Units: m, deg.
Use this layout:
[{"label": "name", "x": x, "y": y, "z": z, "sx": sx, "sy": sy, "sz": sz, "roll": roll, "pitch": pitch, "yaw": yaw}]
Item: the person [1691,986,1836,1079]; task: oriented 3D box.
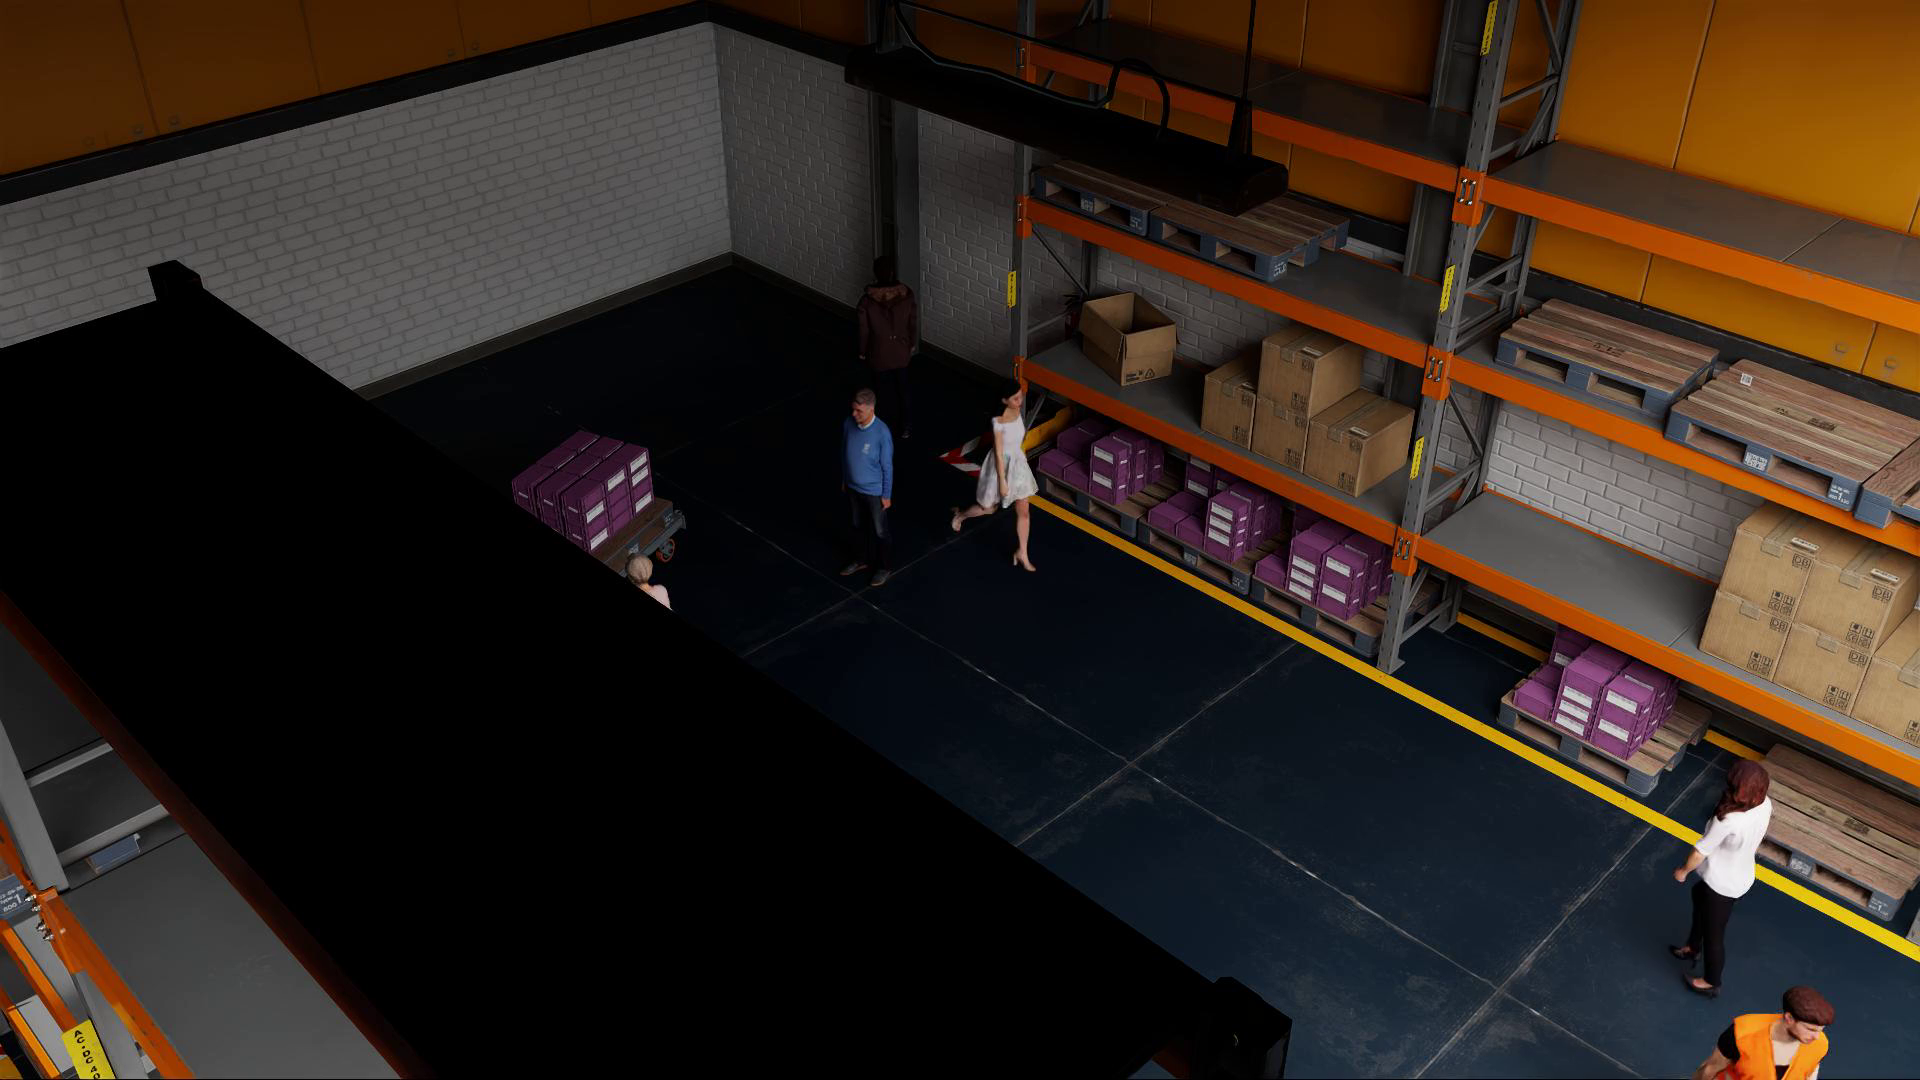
[{"label": "person", "x": 4.029, "y": 2.828, "z": 8.682, "sx": 1.188, "sy": 1.839, "sz": 1.279, "roll": 1, "pitch": 34, "yaw": 2}]

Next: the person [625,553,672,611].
[{"label": "person", "x": -2.133, "y": 0.872, "z": 11.789, "sx": 0.608, "sy": 1.658, "sz": 1.072, "roll": -26, "pitch": 42, "yaw": -34}]

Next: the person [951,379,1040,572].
[{"label": "person", "x": 0.284, "y": -0.548, "z": 13.849, "sx": 1.131, "sy": 1.742, "sz": 0.697, "roll": 22, "pitch": 40, "yaw": 30}]

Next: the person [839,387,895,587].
[{"label": "person", "x": -0.757, "y": -0.470, "z": 13.670, "sx": 0.565, "sy": 1.811, "sz": 0.751, "roll": 21, "pitch": 39, "yaw": 29}]

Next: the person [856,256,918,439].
[{"label": "person", "x": -0.673, "y": -1.783, "z": 15.615, "sx": 0.860, "sy": 1.845, "sz": 0.847, "roll": -11, "pitch": 35, "yaw": -15}]

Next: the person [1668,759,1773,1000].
[{"label": "person", "x": 4.606, "y": 2.088, "z": 9.850, "sx": 0.642, "sy": 1.778, "sz": 0.703, "roll": -22, "pitch": 39, "yaw": -29}]
